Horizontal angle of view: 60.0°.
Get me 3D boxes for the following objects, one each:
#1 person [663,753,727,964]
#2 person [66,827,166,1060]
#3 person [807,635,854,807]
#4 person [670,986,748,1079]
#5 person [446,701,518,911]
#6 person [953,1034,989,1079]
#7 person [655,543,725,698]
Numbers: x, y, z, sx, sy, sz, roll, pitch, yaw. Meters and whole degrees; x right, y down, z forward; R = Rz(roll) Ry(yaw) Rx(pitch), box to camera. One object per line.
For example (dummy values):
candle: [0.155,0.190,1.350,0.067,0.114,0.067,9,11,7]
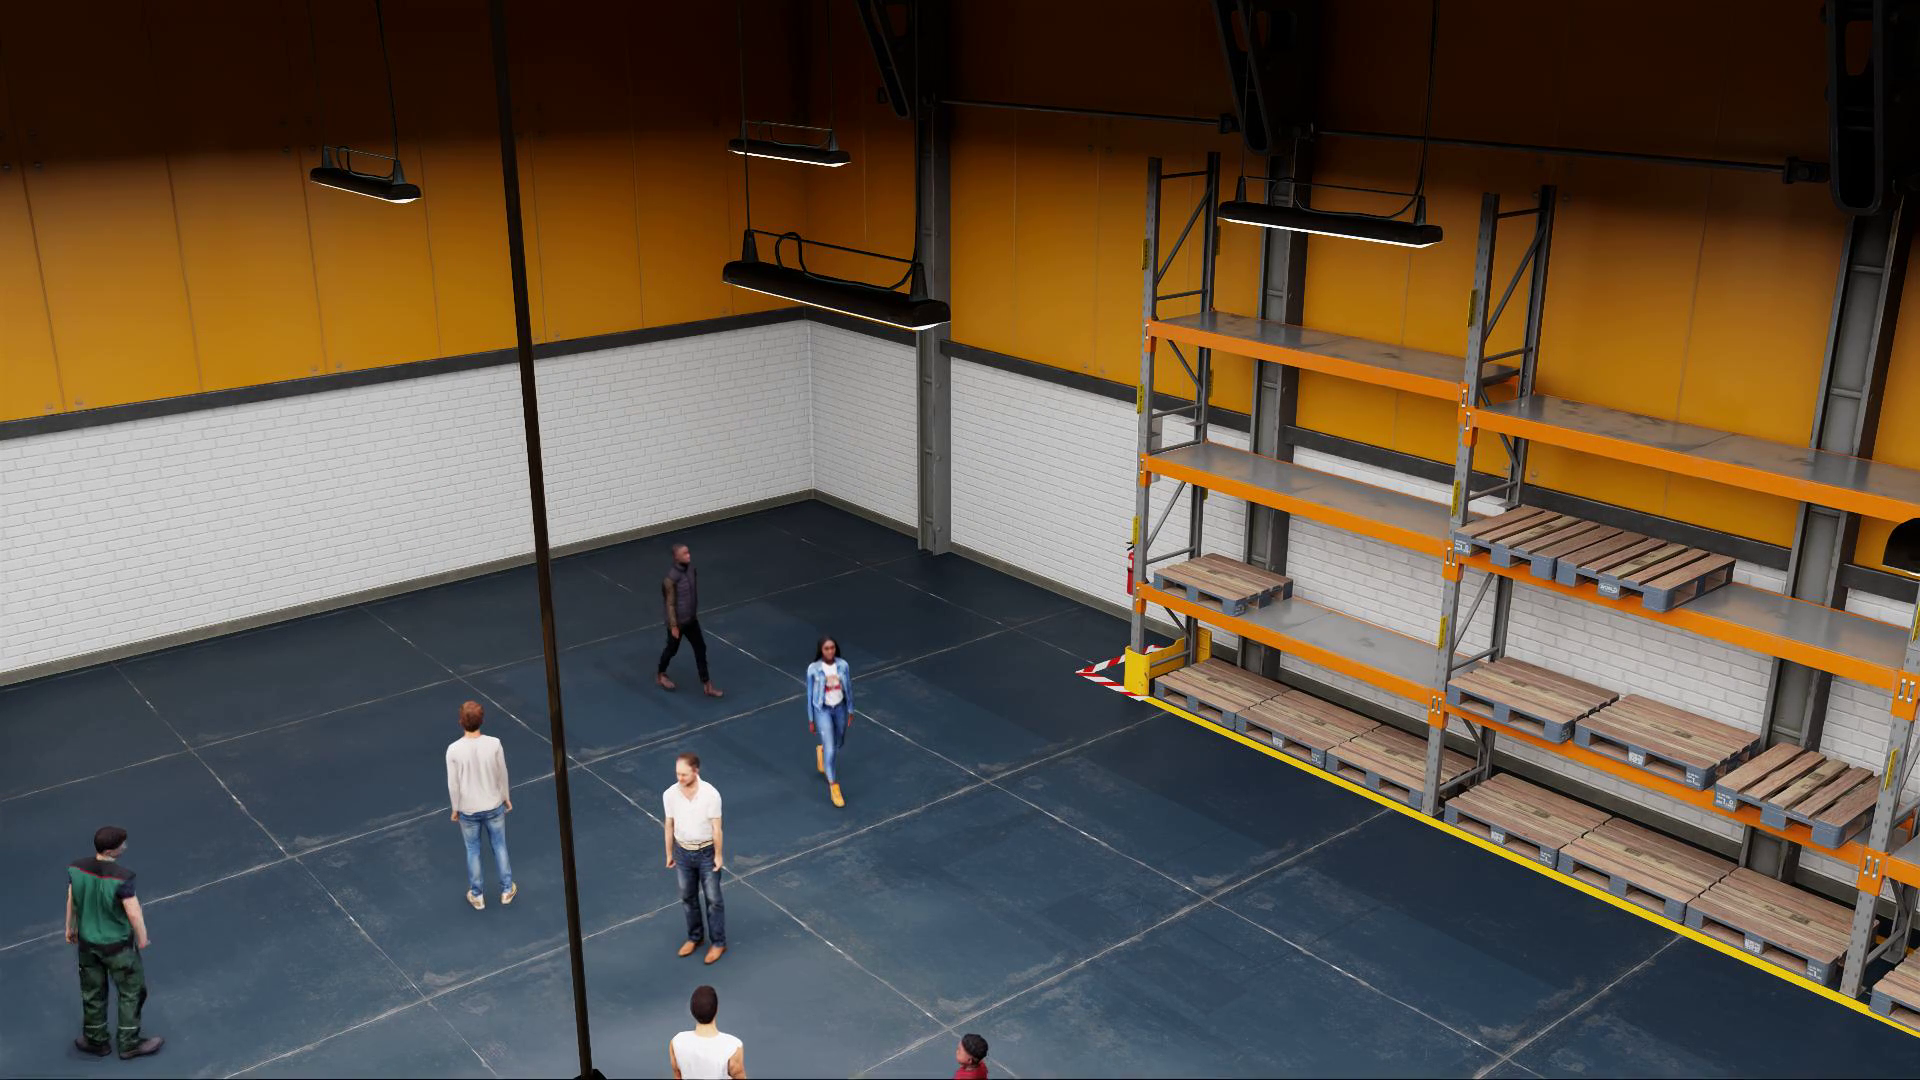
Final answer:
person: [-2.157,2.573,13.734,0.717,1.847,0.821,6,19,16]
person: [-6.442,3.003,12.411,0.867,1.875,0.958,-1,19,-4]
person: [-1.314,1.728,16.491,0.811,1.688,1.150,-8,20,-23]
person: [-1.600,3.652,10.616,0.717,1.792,0.794,3,19,9]
person: [-4.165,2.302,14.450,0.740,1.902,0.690,-7,20,-19]
person: [0.109,3.815,10.976,0.671,1.253,0.622,7,20,20]
person: [-3.202,0.912,18.754,1.295,1.789,0.975,11,21,29]
